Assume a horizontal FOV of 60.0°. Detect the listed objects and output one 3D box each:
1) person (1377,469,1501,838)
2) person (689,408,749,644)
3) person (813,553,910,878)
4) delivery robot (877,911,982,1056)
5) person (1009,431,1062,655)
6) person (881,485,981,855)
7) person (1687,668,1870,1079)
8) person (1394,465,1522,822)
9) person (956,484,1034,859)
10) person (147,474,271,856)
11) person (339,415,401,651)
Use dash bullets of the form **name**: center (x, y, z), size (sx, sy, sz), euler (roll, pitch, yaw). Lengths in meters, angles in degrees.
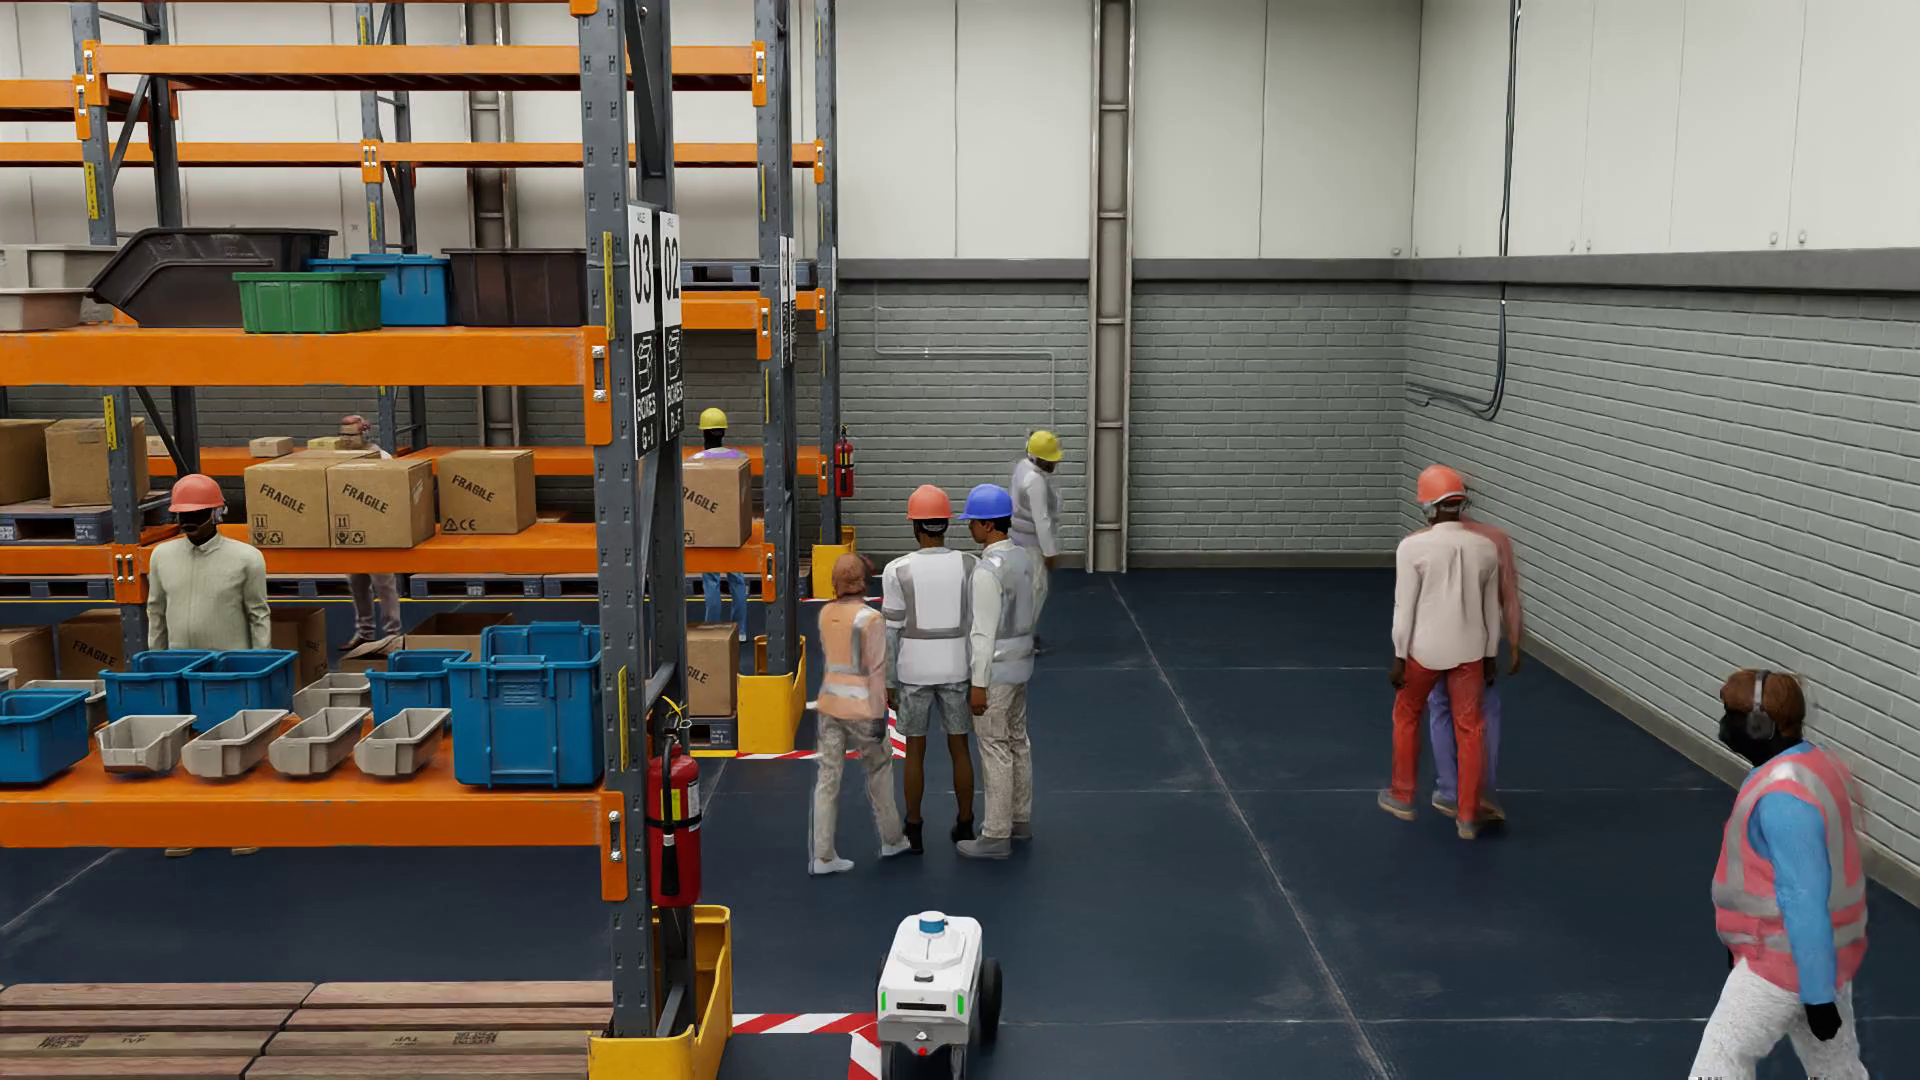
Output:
- **person**: center (2.611, 0.599, 9.050), size (0.651, 1.954, 0.731), euler (-2, 9, -11)
- **person**: center (-1.956, -0.097, 13.363), size (0.591, 1.925, 0.385), euler (-7, 12, -38)
- **person**: center (-0.513, 0.869, 8.432), size (0.536, 1.595, 0.729), euler (8, 12, 40)
- **delivery robot**: center (-0.108, 1.676, 6.407), size (0.477, 0.478, 0.707), euler (1, 9, 5)
- **person**: center (0.599, 0.009, 13.193), size (0.406, 1.781, 0.658), euler (-2, 9, -12)
- **person**: center (-0.144, 0.675, 8.642), size (0.548, 1.929, 0.387), euler (-2, 9, -10)
- **person**: center (2.520, 1.294, 5.259), size (0.934, 1.787, 0.637), euler (6, 11, 33)
- **person**: center (2.734, 0.579, 9.177), size (0.674, 1.944, 0.710), euler (2, 10, 15)
- **person**: center (0.188, 0.670, 8.629), size (0.411, 1.938, 0.610), euler (4, 10, 21)
- **person**: center (-3.878, 0.648, 8.590), size (0.608, 1.996, 0.379), euler (0, 9, -2)
- **person**: center (-4.695, -0.036, 13.101), size (0.650, 1.898, 0.395), euler (4, 10, 24)
